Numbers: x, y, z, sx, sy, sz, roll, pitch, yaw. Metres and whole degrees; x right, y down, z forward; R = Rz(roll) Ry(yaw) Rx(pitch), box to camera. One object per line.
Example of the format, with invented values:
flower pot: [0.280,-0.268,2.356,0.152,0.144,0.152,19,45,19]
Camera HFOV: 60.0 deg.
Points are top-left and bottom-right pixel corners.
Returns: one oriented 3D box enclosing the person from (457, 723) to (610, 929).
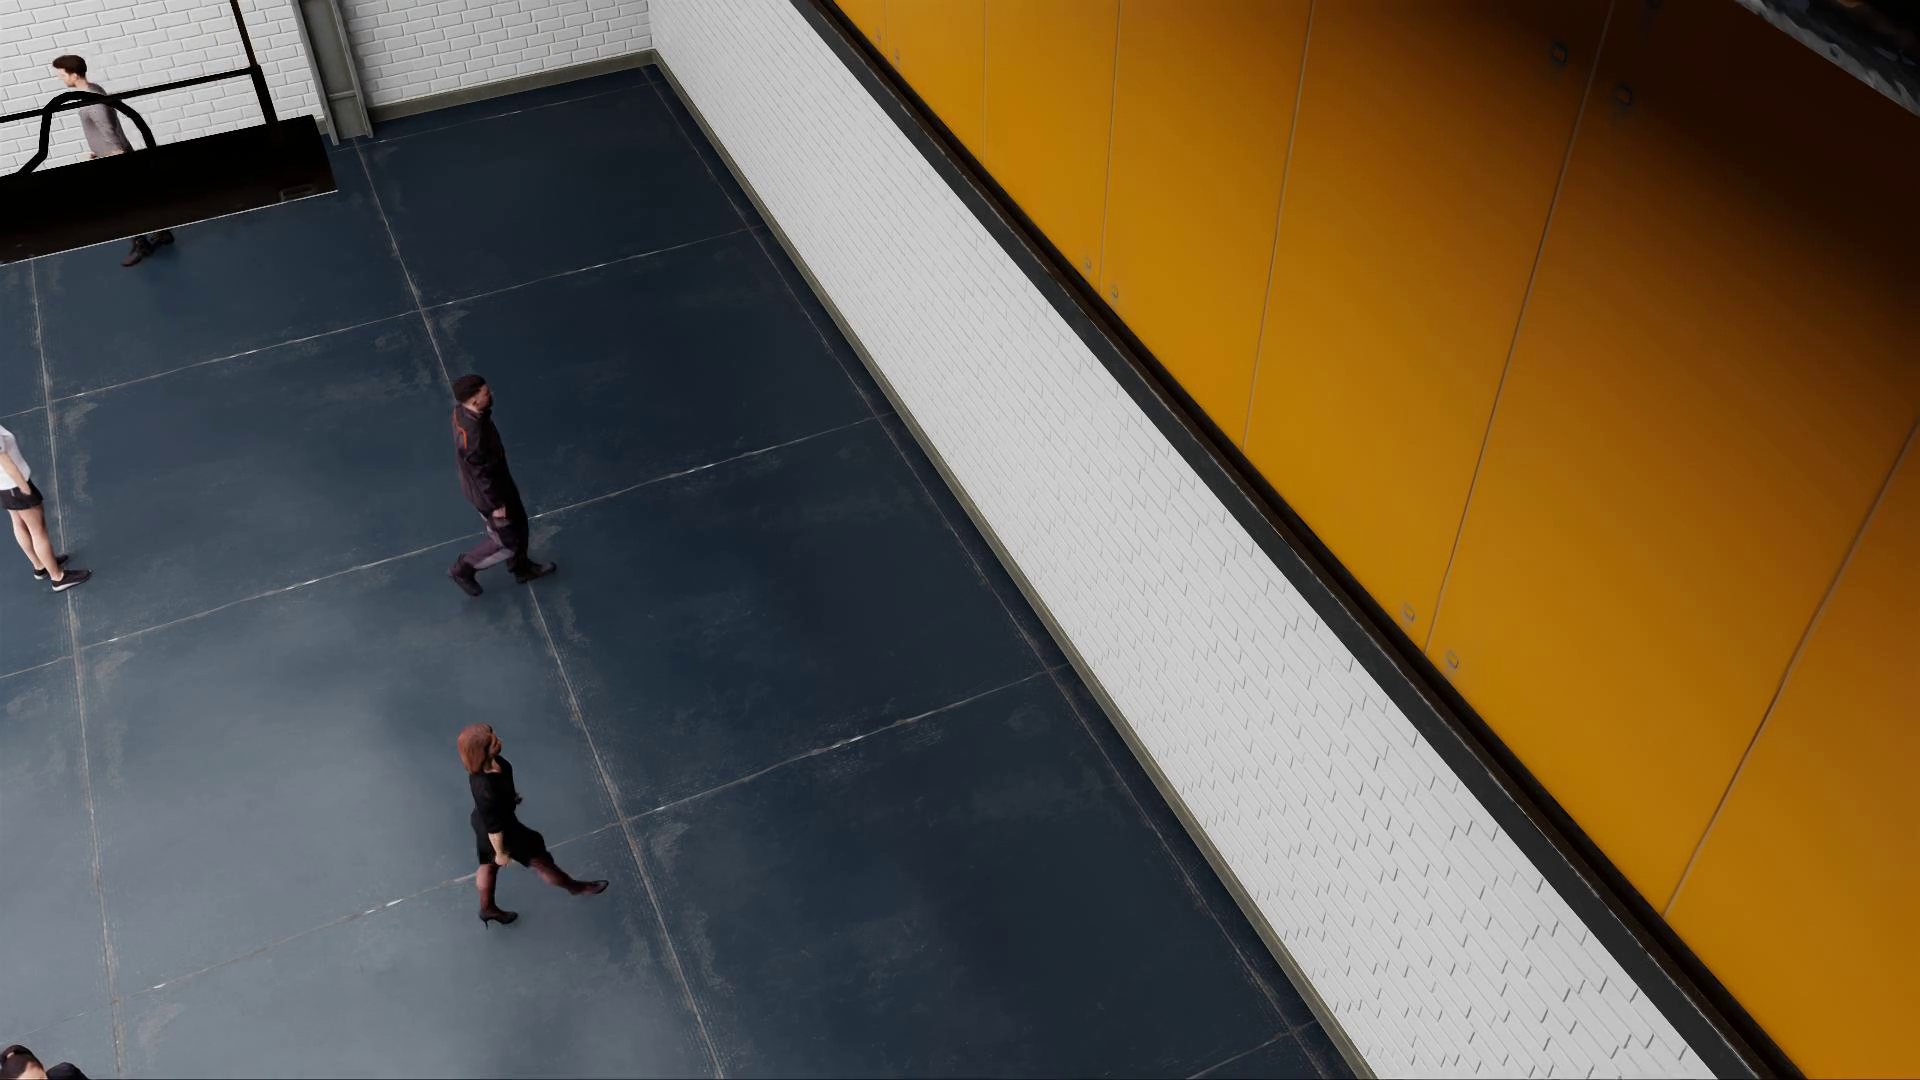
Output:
person: [-2.661,1.647,9.313,0.977,1.676,0.609,-16,46,-17]

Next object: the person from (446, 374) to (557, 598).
person: [-3.252,-0.334,11.276,1.007,1.838,0.807,-11,45,-12]

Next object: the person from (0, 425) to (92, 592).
person: [-6.499,-0.379,11.385,0.657,1.752,0.682,29,51,27]

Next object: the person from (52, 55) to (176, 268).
person: [-7.214,-3.334,14.391,0.756,1.885,0.742,-22,48,-22]
